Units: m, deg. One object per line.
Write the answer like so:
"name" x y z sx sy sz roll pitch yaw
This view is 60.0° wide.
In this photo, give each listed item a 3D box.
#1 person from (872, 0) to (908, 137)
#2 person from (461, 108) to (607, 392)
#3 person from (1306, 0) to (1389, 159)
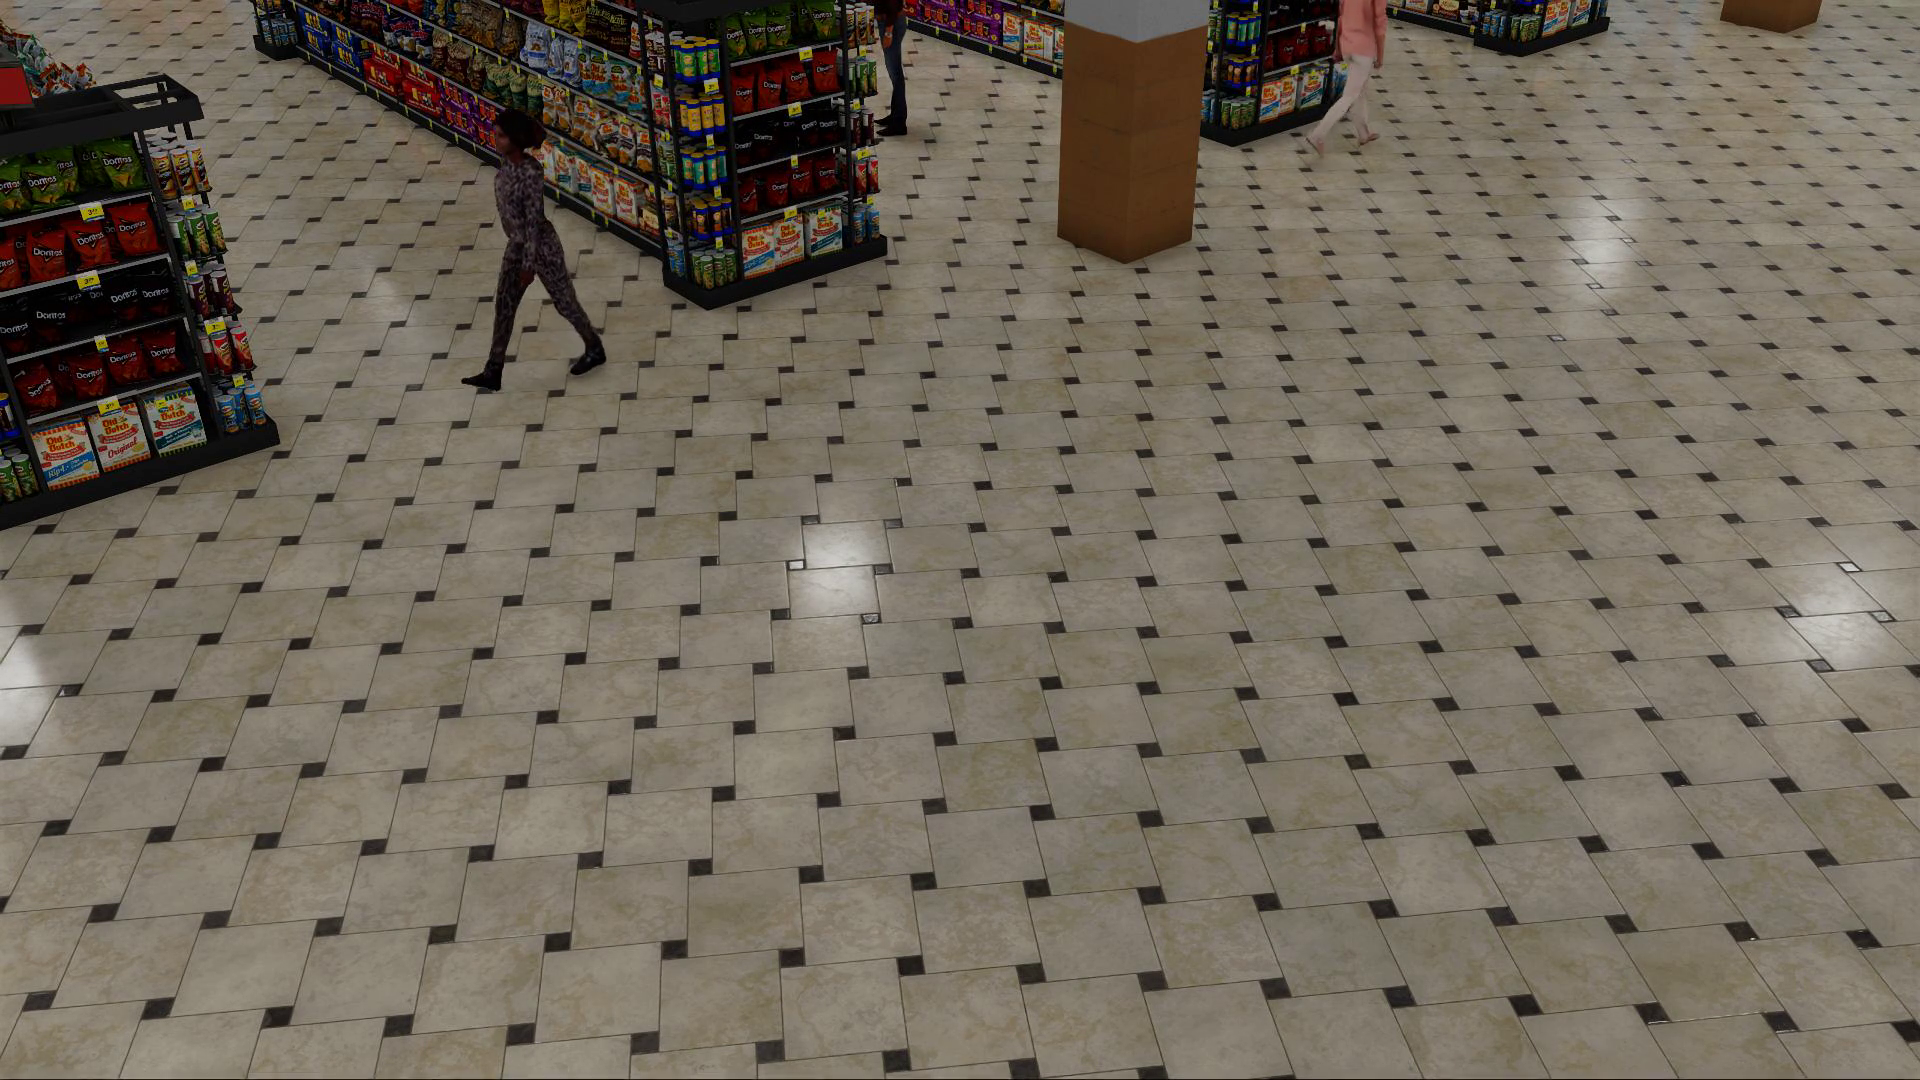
"person" -0.562 -4.265 13.786 0.778 1.782 0.671 -2 32 -4
"person" -2.403 -1.677 9.736 0.669 1.667 1.080 -26 40 -35
"person" 3.118 -3.892 13.280 0.698 1.683 1.080 -21 38 -30
